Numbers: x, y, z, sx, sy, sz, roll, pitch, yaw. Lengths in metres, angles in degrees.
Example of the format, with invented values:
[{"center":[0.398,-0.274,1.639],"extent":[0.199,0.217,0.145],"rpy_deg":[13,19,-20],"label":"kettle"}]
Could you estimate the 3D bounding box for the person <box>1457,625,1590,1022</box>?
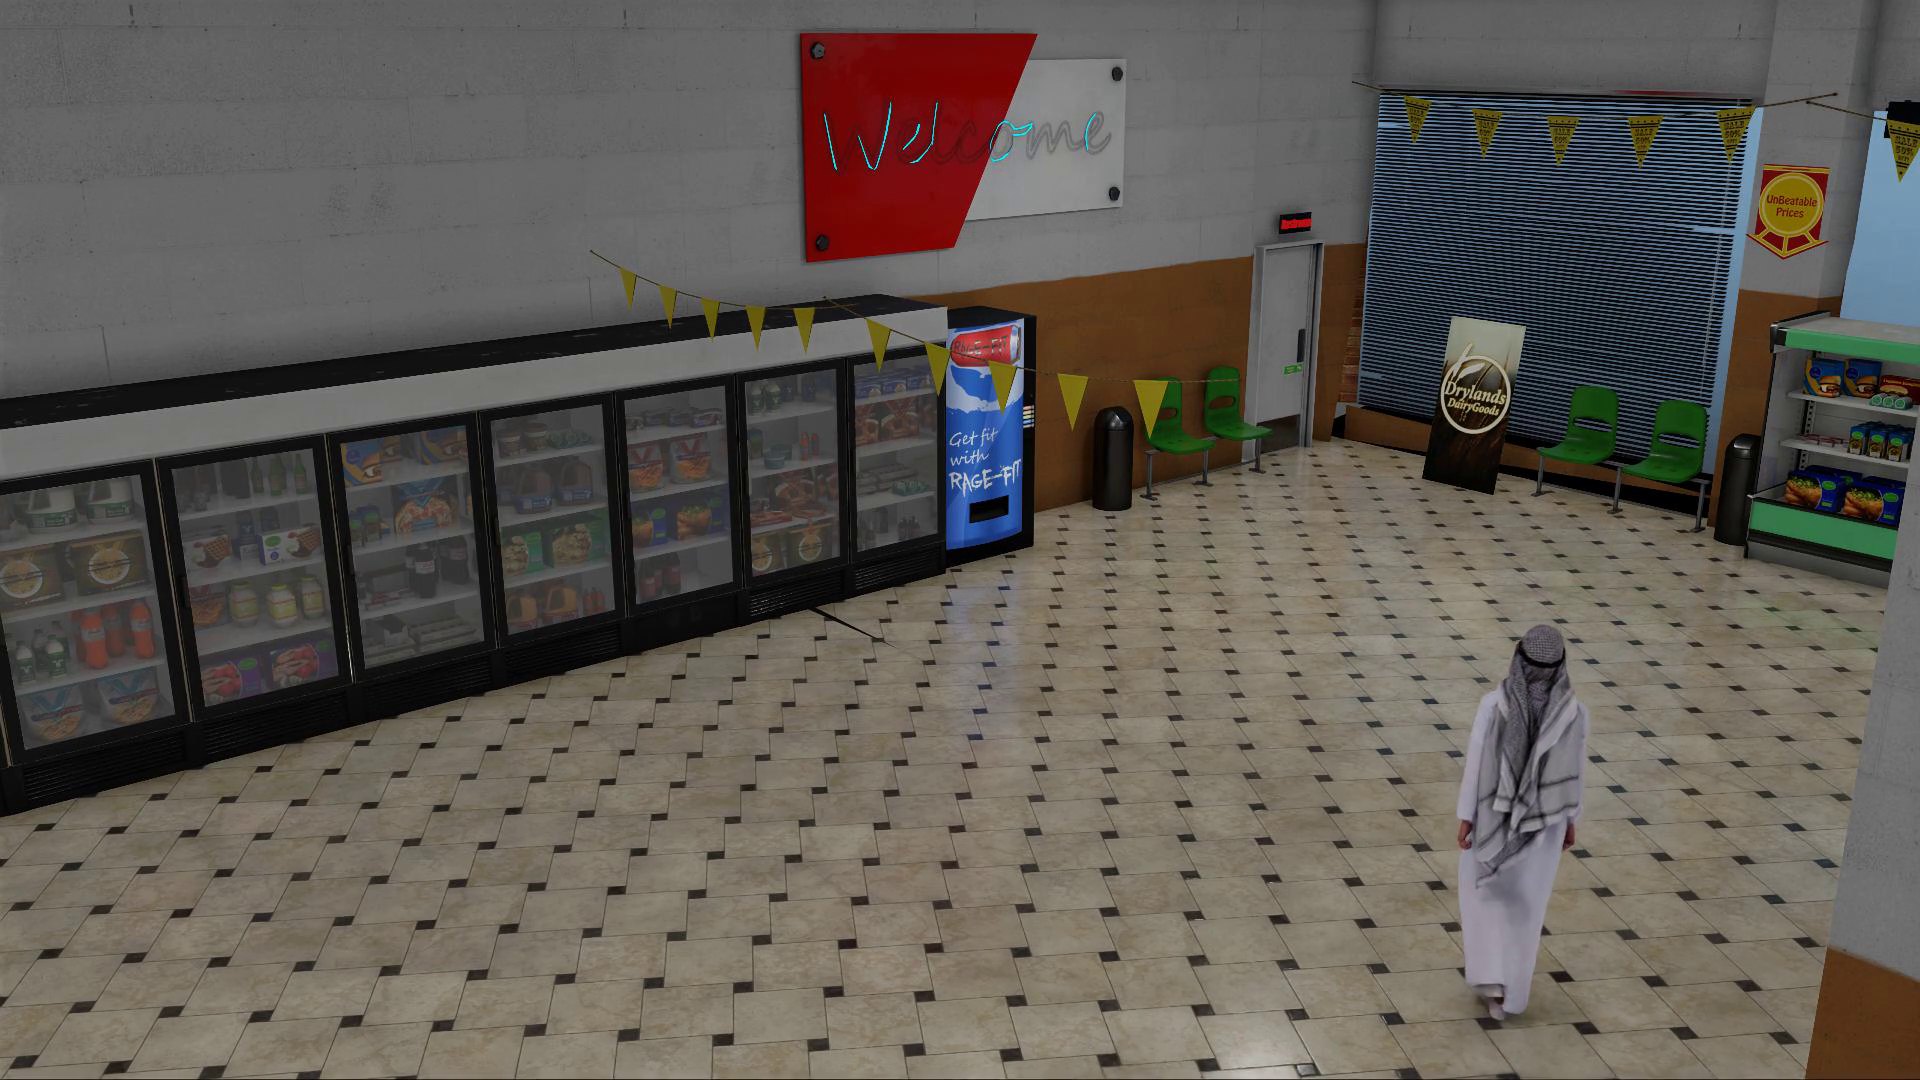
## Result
[{"center":[2.539,1.330,7.533],"extent":[0.899,1.916,0.962],"rpy_deg":[4,17,12],"label":"person"}]
